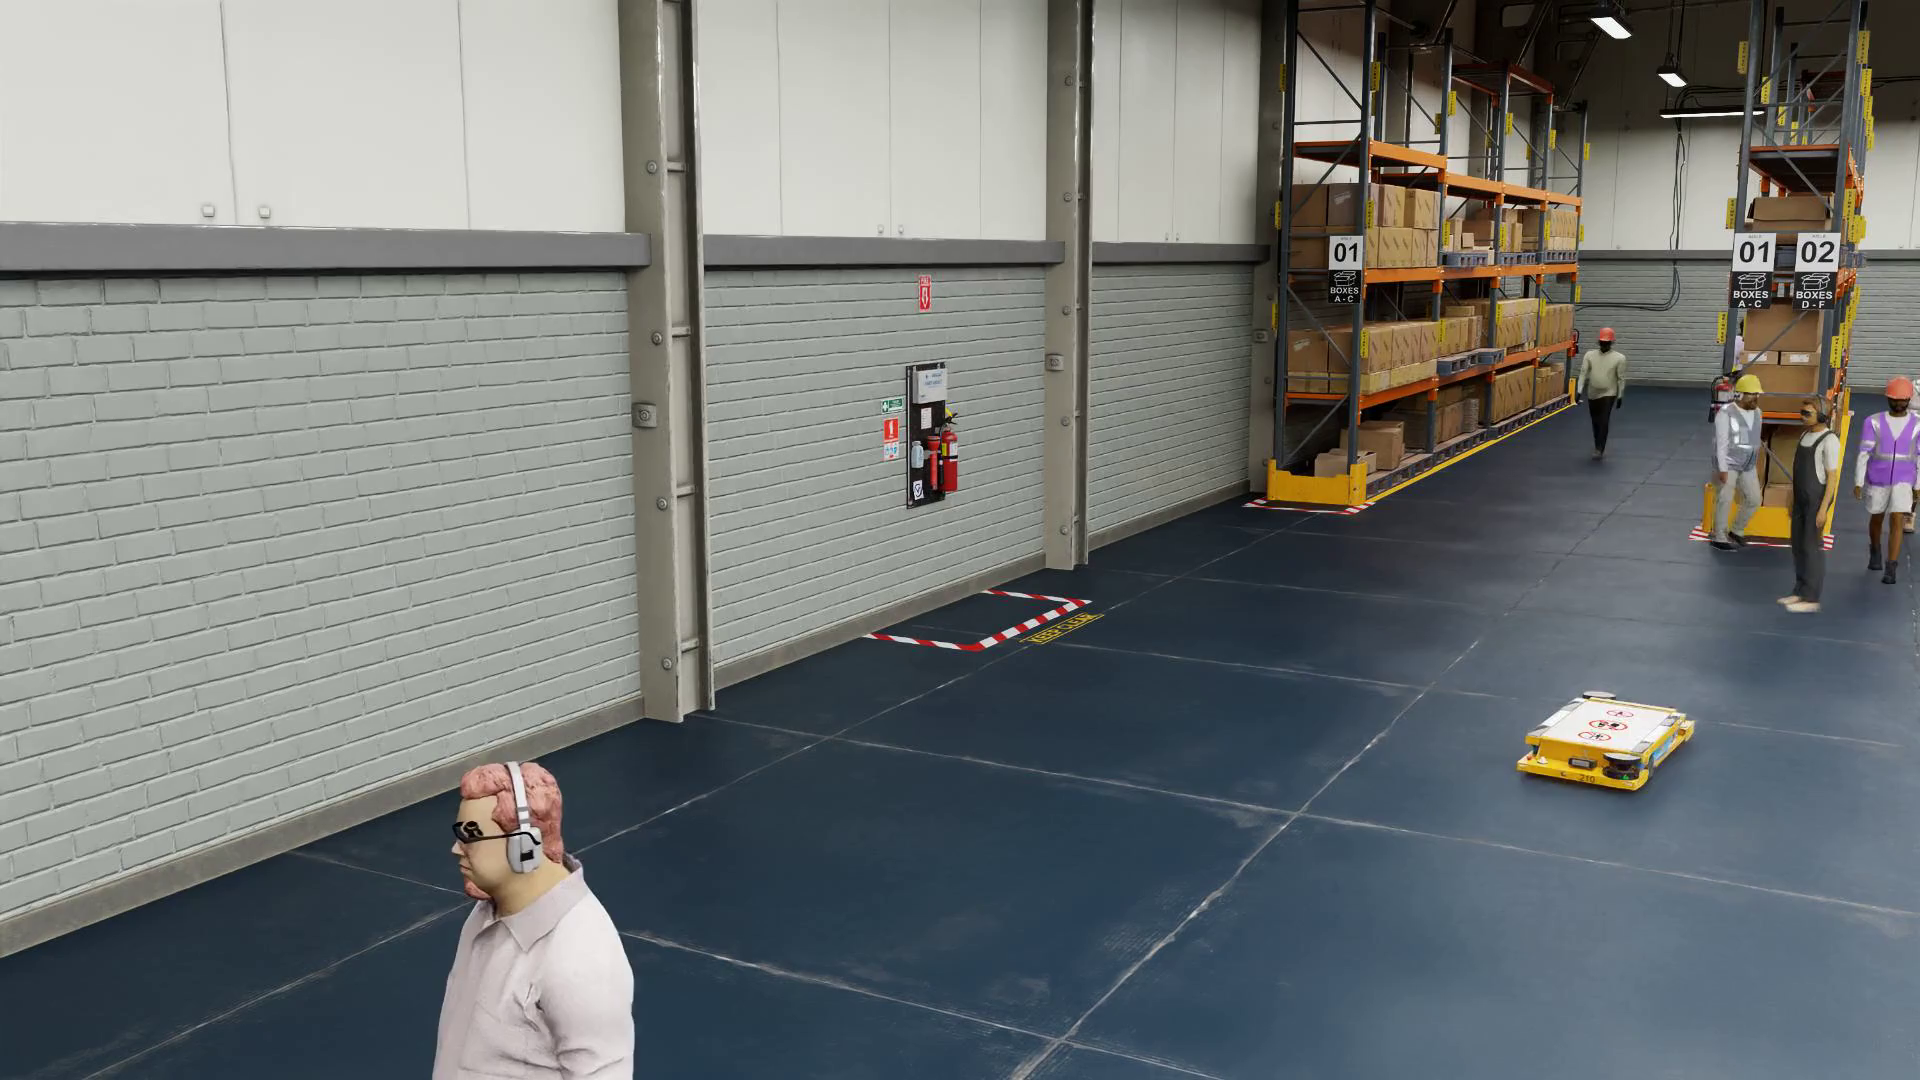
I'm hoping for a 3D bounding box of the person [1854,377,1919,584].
[{"bbox_3d":[8.679,-0.587,15.523,0.559,1.899,0.978,5,11,28],"label":"person"}]

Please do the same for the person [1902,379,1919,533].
[{"bbox_3d":[10.496,-1.069,17.888,0.611,2.042,0.395,4,10,22],"label":"person"}]

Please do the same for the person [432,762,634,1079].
[{"bbox_3d":[-0.965,1.419,3.722,0.407,1.906,0.655,-6,11,-32],"label":"person"}]

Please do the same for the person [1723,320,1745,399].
[{"bbox_3d":[14.116,-3.056,30.060,0.595,1.867,0.991,5,11,26],"label":"person"}]

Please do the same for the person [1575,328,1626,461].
[{"bbox_3d":[9.519,-2.173,24.684,0.627,1.946,1.038,7,12,36],"label":"person"}]

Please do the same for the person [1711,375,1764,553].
[{"bbox_3d":[7.837,-0.759,16.771,0.591,1.816,0.432,-3,10,-19],"label":"person"}]

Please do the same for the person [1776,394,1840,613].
[{"bbox_3d":[7.169,-0.309,14.025,0.331,1.844,0.517,0,10,-1],"label":"person"}]

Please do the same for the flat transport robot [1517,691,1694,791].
[{"bbox_3d":[3.875,1.177,9.925,0.652,0.197,1.431,7,12,35],"label":"flat transport robot"}]
